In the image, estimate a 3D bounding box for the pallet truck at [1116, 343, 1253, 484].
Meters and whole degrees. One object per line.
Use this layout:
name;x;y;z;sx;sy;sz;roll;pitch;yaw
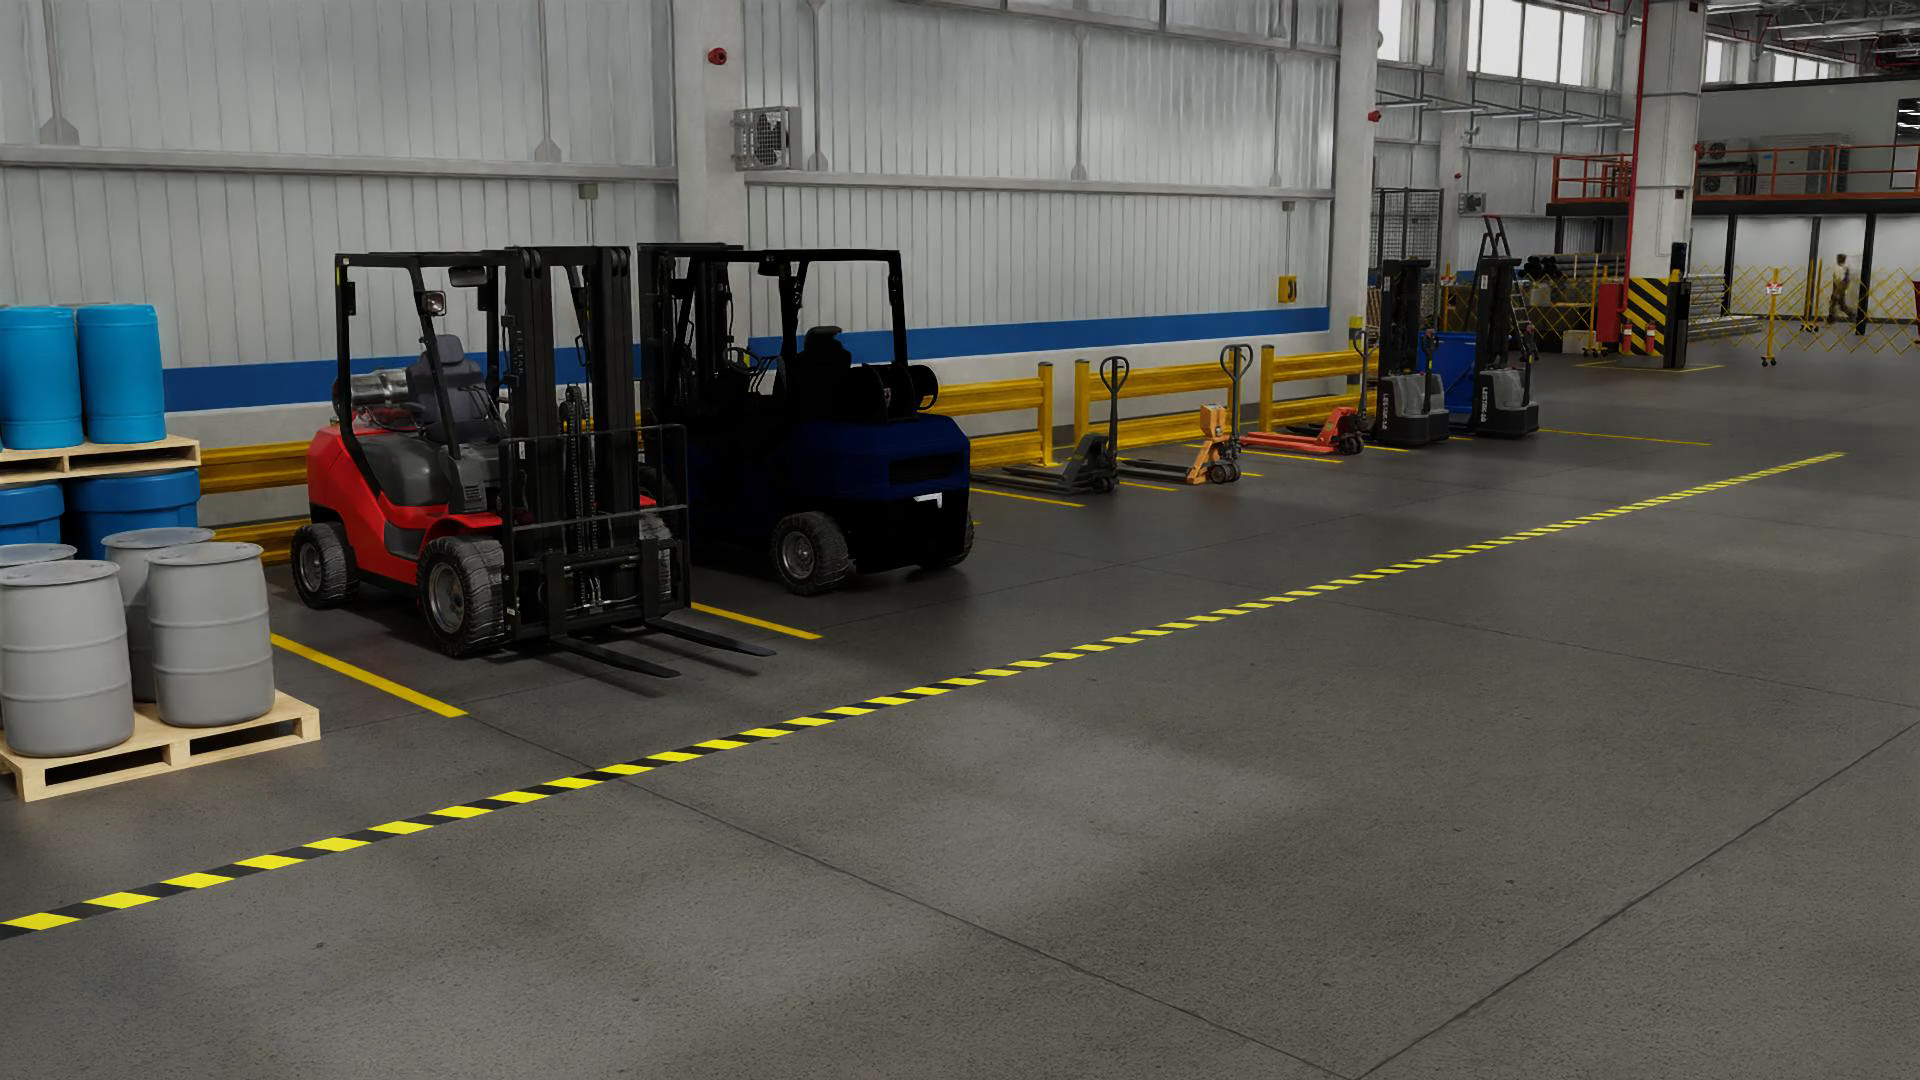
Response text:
pallet truck;1.962;-1.215;15.415;1.522;1.261;0.704;10;14;43

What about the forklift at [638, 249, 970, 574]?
forklift;-1.173;-0.958;11.239;2.680;1.987;1.157;10;14;43

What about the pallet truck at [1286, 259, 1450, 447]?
pallet truck;4.493;-2.078;18.196;0.823;1.965;1.885;-9;14;-40

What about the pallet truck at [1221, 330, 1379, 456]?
pallet truck;3.563;-1.581;17.381;0.653;1.274;1.630;-10;14;-44

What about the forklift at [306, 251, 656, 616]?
forklift;-2.833;-0.669;9.694;1.157;1.987;2.680;-10;14;-44

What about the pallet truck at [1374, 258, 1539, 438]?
pallet truck;5.704;-2.208;18.901;1.885;1.965;0.823;10;14;43

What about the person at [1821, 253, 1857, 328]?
person;21.267;-6.000;40.081;0.513;1.822;0.765;-8;13;-36

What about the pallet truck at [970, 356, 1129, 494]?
pallet truck;0.784;-1.085;14.876;0.680;1.201;1.601;-10;14;-44
